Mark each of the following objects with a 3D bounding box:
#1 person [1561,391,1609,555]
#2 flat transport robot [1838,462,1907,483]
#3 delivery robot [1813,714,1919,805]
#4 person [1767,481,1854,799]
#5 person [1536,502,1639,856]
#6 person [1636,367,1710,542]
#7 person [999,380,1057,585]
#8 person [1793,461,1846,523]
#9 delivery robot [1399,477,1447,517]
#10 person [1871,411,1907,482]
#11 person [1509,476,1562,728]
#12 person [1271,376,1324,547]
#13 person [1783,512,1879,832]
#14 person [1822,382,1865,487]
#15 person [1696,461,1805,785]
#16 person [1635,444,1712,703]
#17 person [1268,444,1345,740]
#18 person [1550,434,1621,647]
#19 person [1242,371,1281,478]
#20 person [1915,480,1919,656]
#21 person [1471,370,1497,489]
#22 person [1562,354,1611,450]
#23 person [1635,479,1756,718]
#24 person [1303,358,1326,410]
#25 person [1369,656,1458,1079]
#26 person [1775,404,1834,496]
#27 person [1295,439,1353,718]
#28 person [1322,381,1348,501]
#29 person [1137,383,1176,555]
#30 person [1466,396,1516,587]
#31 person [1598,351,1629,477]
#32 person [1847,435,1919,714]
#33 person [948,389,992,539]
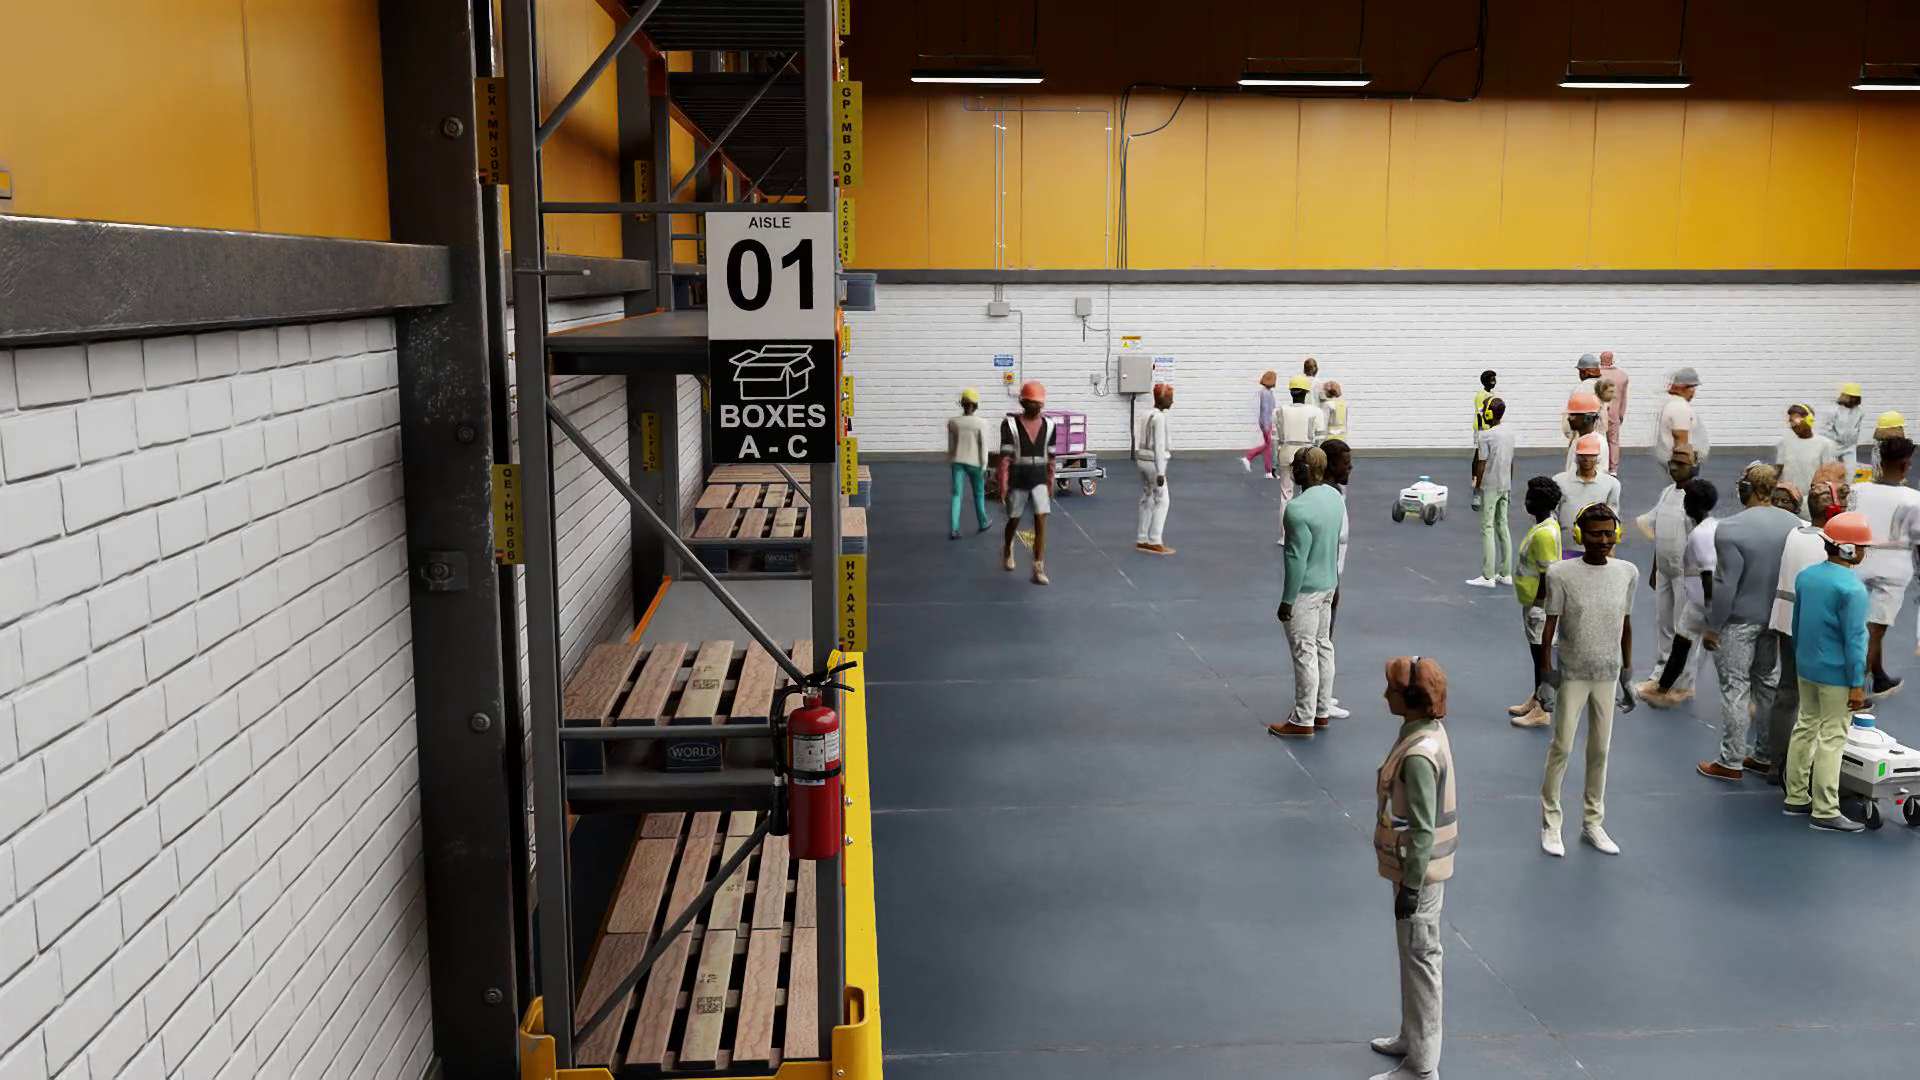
[{"bbox_3d":[5.332,-0.255,14.308,0.394,2.041,0.612,0,9,2],"label":"person"},{"bbox_3d":[13.202,-1.006,24.572,0.652,0.197,1.431,-1,9,-8],"label":"flat transport robot"},{"bbox_3d":[5.084,1.226,9.378,0.477,0.478,0.707,-2,9,-11],"label":"delivery robot"},{"bbox_3d":[4.956,0.575,9.711,0.396,1.847,0.565,-1,9,-9],"label":"person"},{"bbox_3d":[3.291,0.725,8.699,0.537,1.869,0.314,-1,9,-4],"label":"person"},{"bbox_3d":[7.981,-0.924,18.521,0.659,2.000,0.699,3,9,17],"label":"person"},{"bbox_3d":[0.653,-0.603,16.600,0.624,2.013,0.938,-2,9,-14],"label":"person"},{"bbox_3d":[6.566,0.210,12.669,0.507,1.631,0.265,7,11,36],"label":"person"},{"bbox_3d":[5.703,-0.538,20.450,0.477,0.478,0.707,8,12,41],"label":"delivery robot"},{"bbox_3d":[8.841,-0.358,15.896,0.295,1.744,0.489,3,9,17],"label":"person"},{"bbox_3d":[3.891,0.413,11.201,0.316,1.696,0.541,3,9,17],"label":"person"},{"bbox_3d":[3.761,-0.871,18.575,0.585,1.917,0.381,3,9,16],"label":"person"},{"bbox_3d":[4.807,0.711,9.147,0.338,1.749,0.573,-1,9,-4],"label":"person"},{"bbox_3d":[11.174,-1.182,21.201,0.498,1.709,0.697,0,9,-2],"label":"person"},{"bbox_3d":[4.719,0.492,9.944,0.637,1.938,0.357,-3,10,-21],"label":"person"},{"bbox_3d":[5.105,0.234,11.857,0.336,1.846,0.513,-2,9,-13],"label":"person"},{"bbox_3d":[2.278,0.338,10.919,0.372,1.940,0.630,7,11,36],"label":"person"},{"bbox_3d":[5.051,0.011,13.531,0.560,1.756,0.318,3,10,20],"label":"person"},{"bbox_3d":[4.552,-1.730,24.911,0.559,1.621,0.510,3,9,16],"label":"person"},{"bbox_3d":[7.830,0.050,13.056,0.430,1.836,0.626,-4,10,-25],"label":"person"},{"bbox_3d":[7.463,-1.566,23.627,0.316,1.695,0.541,6,11,35],"label":"person"},{"bbox_3d":[7.994,-1.373,21.340,0.684,2.000,0.534,-7,12,-38],"label":"person"},{"bbox_3d":[5.123,0.403,11.411,0.881,1.633,0.553,7,11,38],"label":"person"},{"bbox_3d":[5.043,-1.697,24.006,0.507,1.840,0.343,3,10,21],"label":"person"},{"bbox_3d":[1.693,1.236,6.215,0.310,1.638,0.523,3,9,16],"label":"person"},{"bbox_3d":[7.848,-0.344,15.486,0.418,1.849,0.658,-8,12,-41],"label":"person"},{"bbox_3d":[2.500,0.254,11.505,0.386,1.918,0.590,0,9,2],"label":"person"},{"bbox_3d":[5.027,-1.326,22.330,0.585,1.628,0.334,-8,12,-41],"label":"person"},{"bbox_3d":[2.144,-0.775,18.123,0.404,1.876,0.625,-1,9,-4],"label":"person"},{"bbox_3d":[5.207,-0.470,16.250,0.502,1.861,0.334,-6,11,-33],"label":"person"},{"bbox_3d":[9.684,-1.889,25.020,0.642,1.902,0.399,-1,9,-6],"label":"person"},{"bbox_3d":[6.503,0.230,11.624,0.951,1.918,0.614,-6,11,-32],"label":"person"},{"bbox_3d":[0.109,-0.891,19.320,0.530,1.714,0.922,3,10,20],"label":"person"}]
